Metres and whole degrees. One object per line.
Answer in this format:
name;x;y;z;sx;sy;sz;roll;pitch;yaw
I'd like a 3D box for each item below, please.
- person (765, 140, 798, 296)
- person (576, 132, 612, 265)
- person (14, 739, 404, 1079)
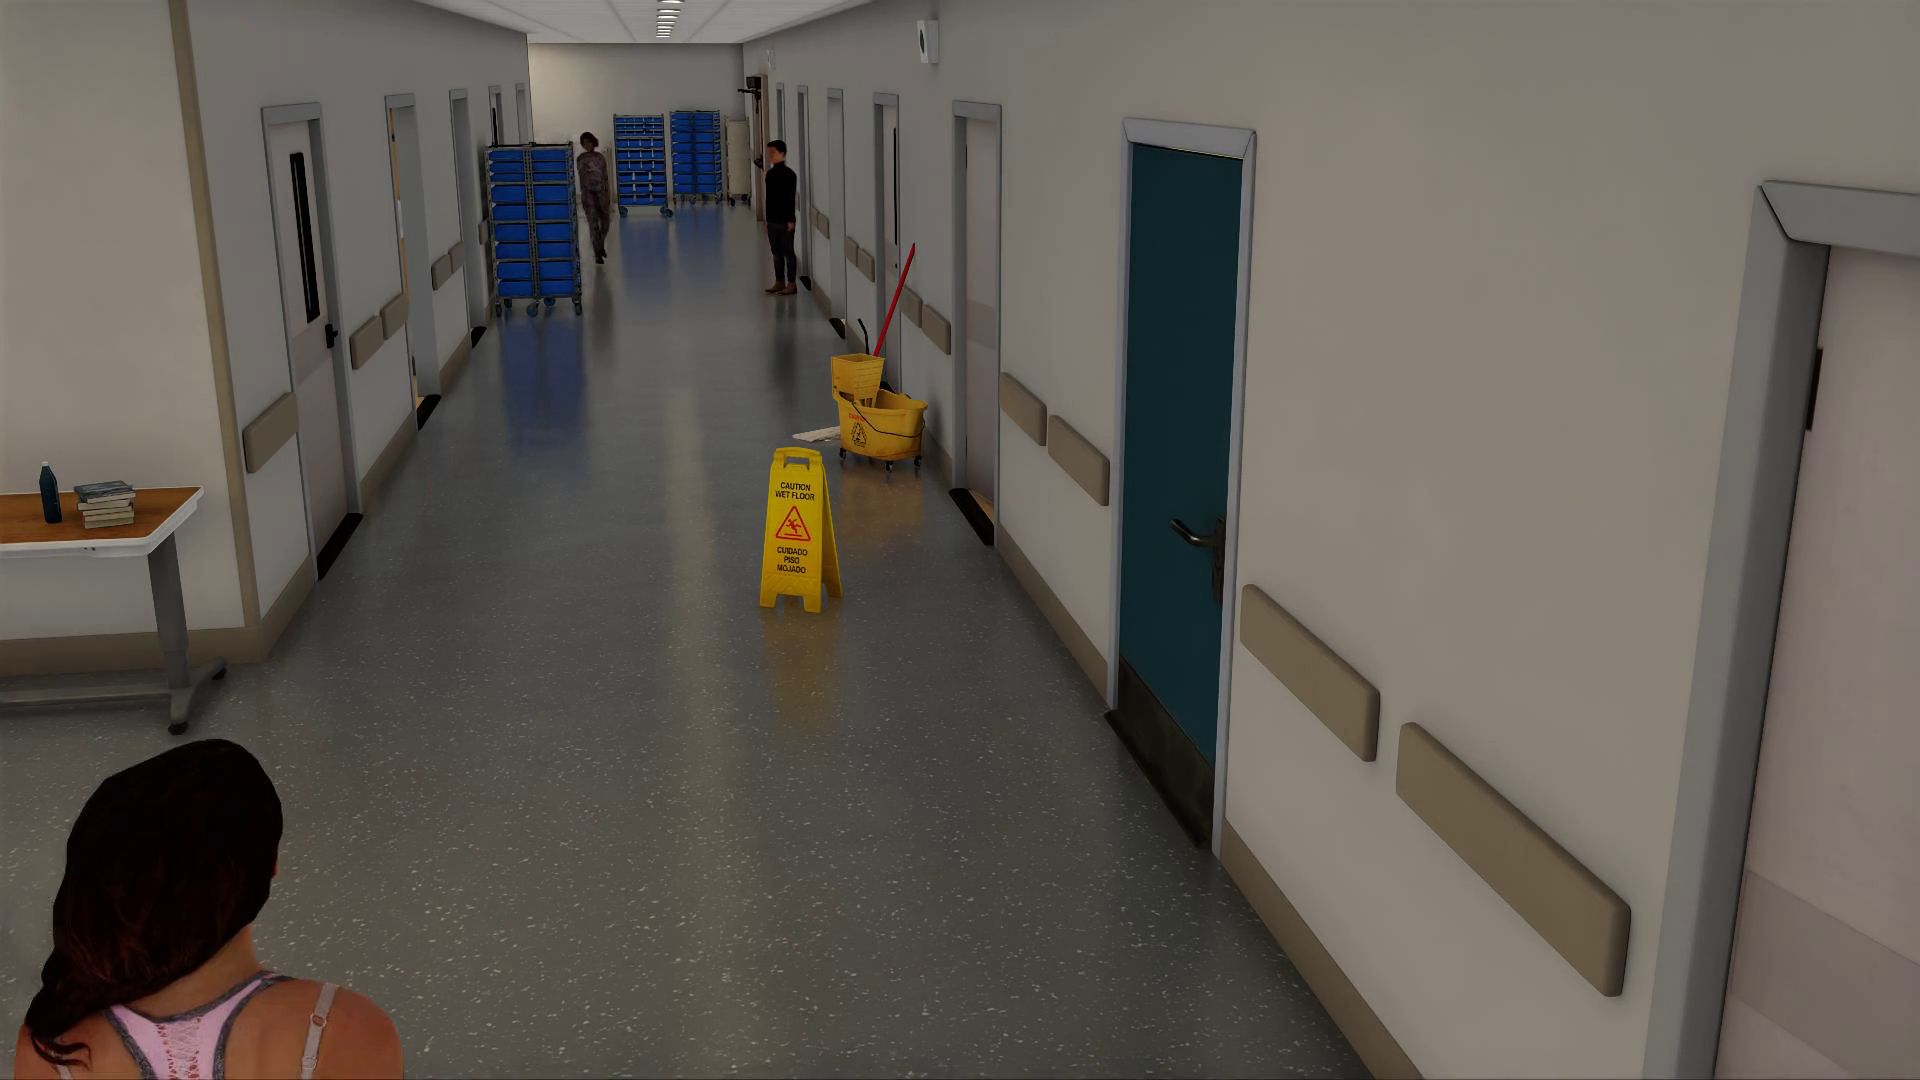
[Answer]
person;-2.039;-3.684;18.979;0.781;1.723;0.674;-15;21;-42
person;-4.839;-4.472;21.818;0.696;1.699;0.767;-10;19;-31
person;-0.835;1.105;1.949;0.600;1.747;0.920;-4;16;-14
